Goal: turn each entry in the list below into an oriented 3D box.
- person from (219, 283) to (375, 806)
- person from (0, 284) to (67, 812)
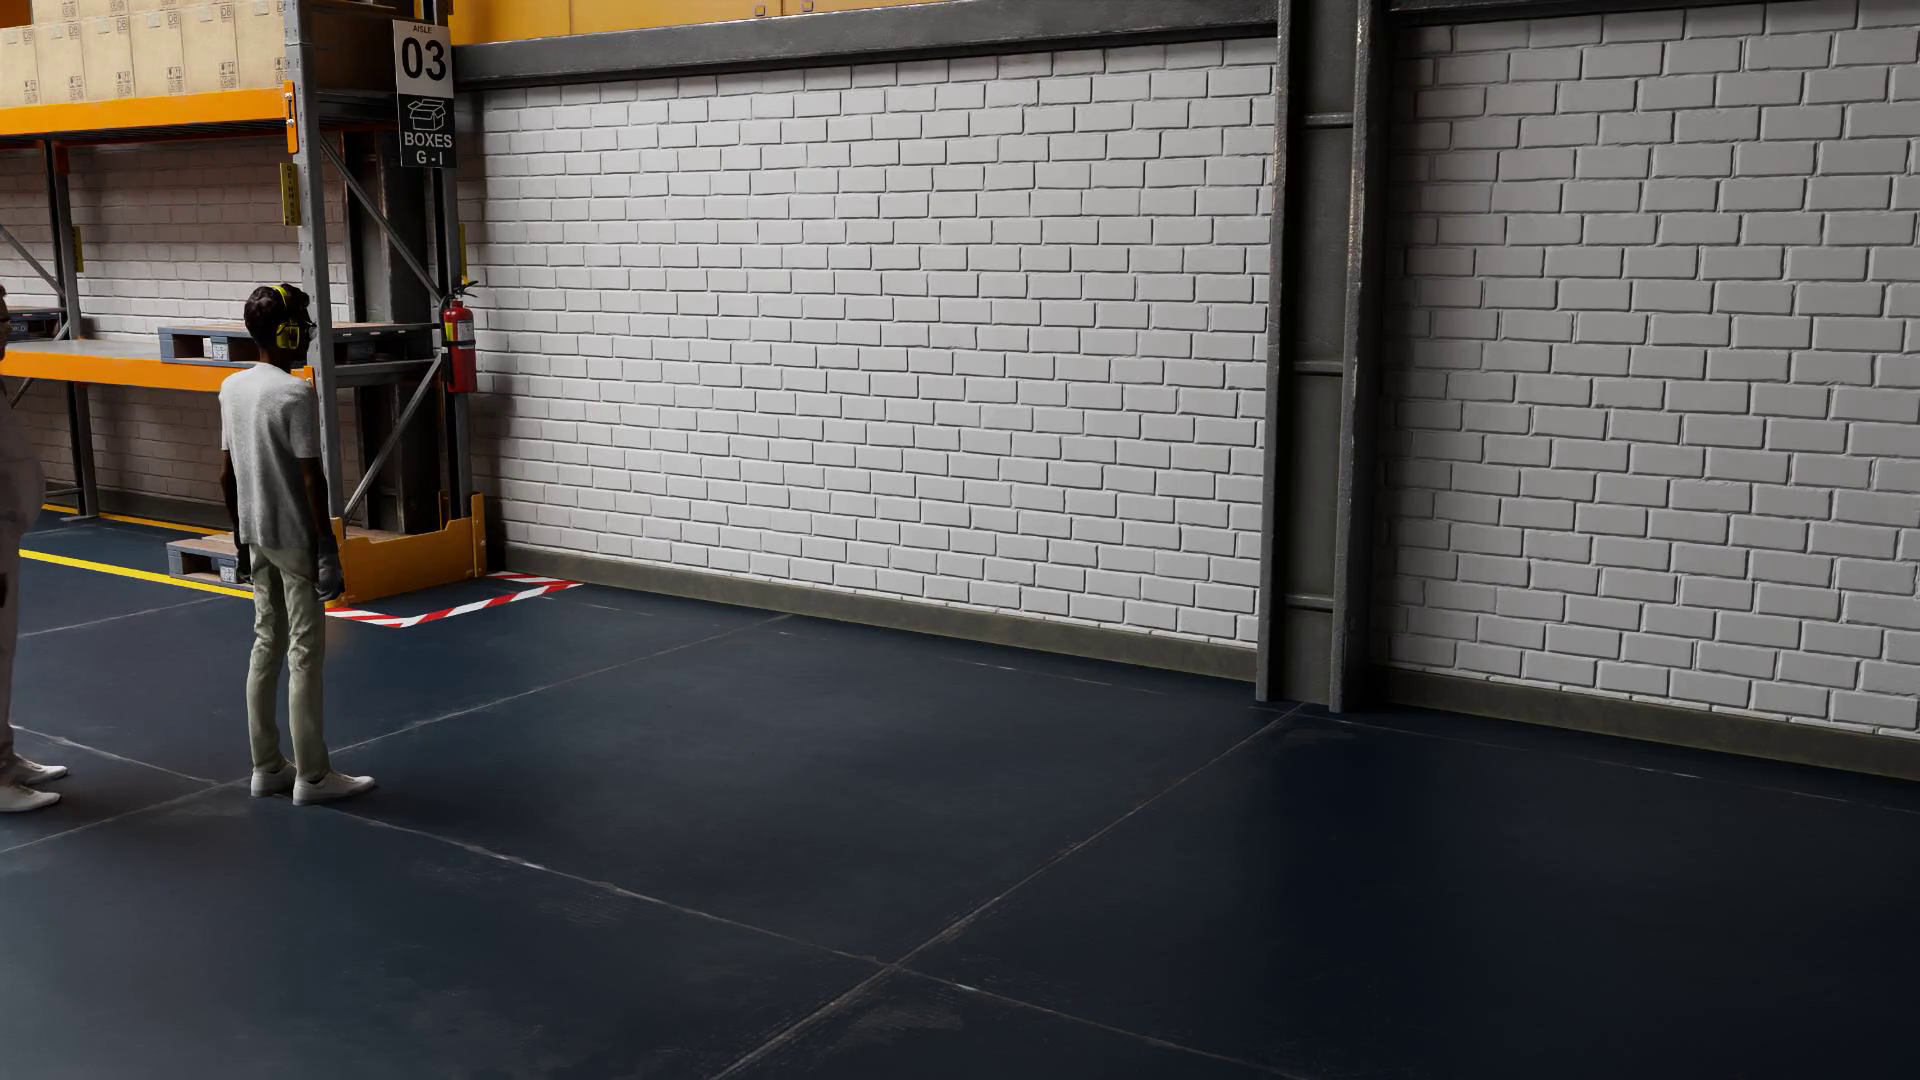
[{"bbox_3d":[-2.427,0.020,5.998,0.533,1.868,0.310,6,12,30],"label":"person"},{"bbox_3d":[-3.454,0.025,5.908,0.400,1.896,0.649,-6,12,-30],"label":"person"}]
